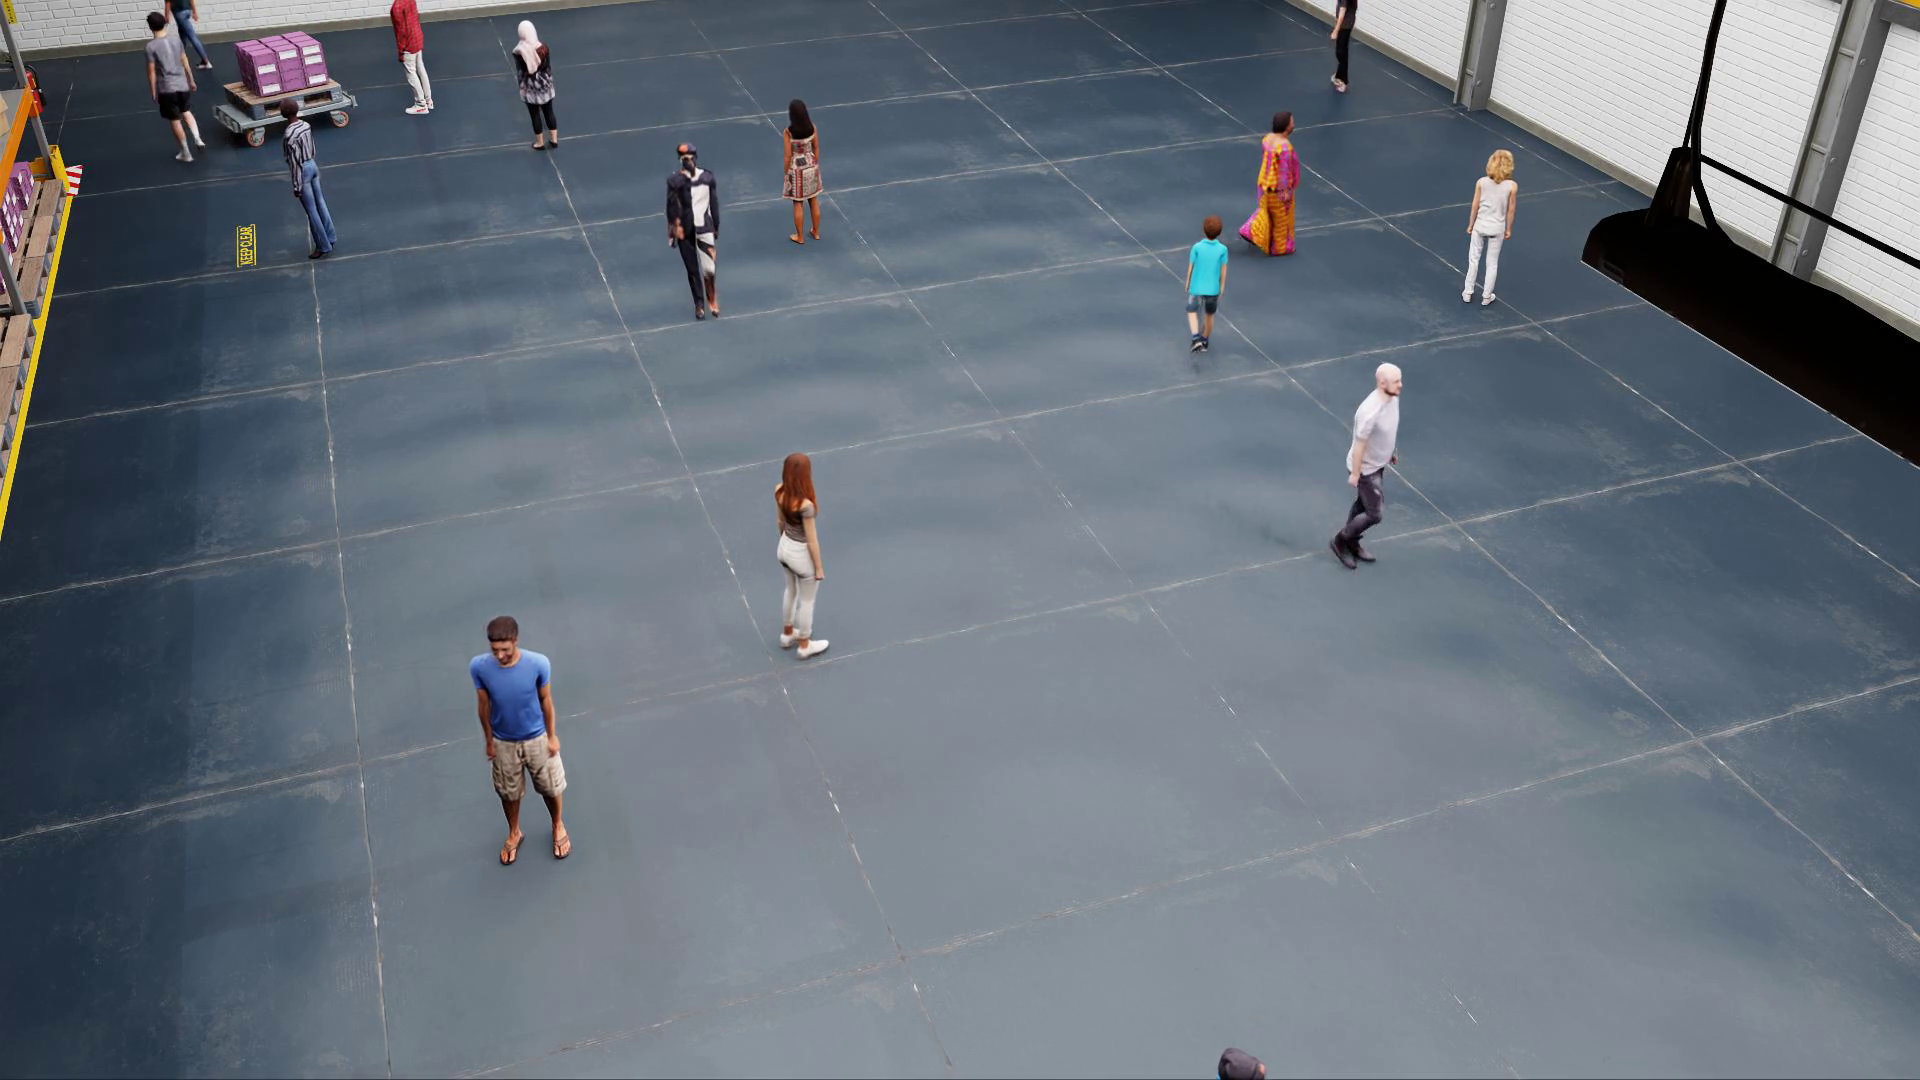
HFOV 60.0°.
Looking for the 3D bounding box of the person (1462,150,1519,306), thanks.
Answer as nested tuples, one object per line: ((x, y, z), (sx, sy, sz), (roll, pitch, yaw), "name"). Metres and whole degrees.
((5.530, -3.273, 17.380), (0.683, 1.671, 0.738), (14, 36, 20), "person")

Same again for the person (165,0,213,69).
((-11.120, -7.560, 23.908), (1.008, 1.584, 1.036), (9, 35, 13), "person")

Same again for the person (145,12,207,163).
((-9.756, -5.632, 20.757), (0.977, 1.861, 0.918), (21, 39, 28), "person")

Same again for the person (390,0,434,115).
((-7.396, -6.674, 22.363), (0.812, 1.820, 0.710), (8, 34, 11), "person")

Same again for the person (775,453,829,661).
((-1.199, 0.123, 12.231), (0.716, 1.716, 0.576), (-26, 42, -34), "person")

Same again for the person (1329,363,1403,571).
((3.187, -0.627, 13.265), (0.849, 1.820, 0.810), (20, 39, 27), "person")

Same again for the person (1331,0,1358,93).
((5.375, -7.188, 23.212), (0.930, 1.734, 0.771), (16, 37, 23), "person")

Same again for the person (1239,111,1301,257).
((3.467, -3.948, 18.383), (0.744, 1.685, 0.834), (-9, 35, -14), "person")

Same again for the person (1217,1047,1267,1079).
((1.213, 3.014, 7.811), (0.743, 1.793, 0.622), (4, 34, 6), "person")

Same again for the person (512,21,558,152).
((-5.406, -5.795, 21.206), (0.704, 1.635, 0.711), (-23, 40, -30), "person")

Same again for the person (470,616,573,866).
((-2.763, 1.213, 10.458), (0.712, 1.863, 0.660), (-4, 34, -5), "person")

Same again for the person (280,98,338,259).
((-7.218, -3.998, 18.358), (0.766, 1.795, 0.622), (2, 34, 4), "person")

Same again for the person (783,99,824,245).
((-1.778, -4.155, 18.732), (0.697, 1.644, 0.611), (-20, 38, -27), "person")

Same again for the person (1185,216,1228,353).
((2.423, -2.487, 16.408), (0.660, 1.438, 0.766), (0, 34, 0), "person")

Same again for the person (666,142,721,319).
((-2.727, -3.190, 17.068), (0.747, 1.878, 0.716), (-5, 34, -7), "person")
